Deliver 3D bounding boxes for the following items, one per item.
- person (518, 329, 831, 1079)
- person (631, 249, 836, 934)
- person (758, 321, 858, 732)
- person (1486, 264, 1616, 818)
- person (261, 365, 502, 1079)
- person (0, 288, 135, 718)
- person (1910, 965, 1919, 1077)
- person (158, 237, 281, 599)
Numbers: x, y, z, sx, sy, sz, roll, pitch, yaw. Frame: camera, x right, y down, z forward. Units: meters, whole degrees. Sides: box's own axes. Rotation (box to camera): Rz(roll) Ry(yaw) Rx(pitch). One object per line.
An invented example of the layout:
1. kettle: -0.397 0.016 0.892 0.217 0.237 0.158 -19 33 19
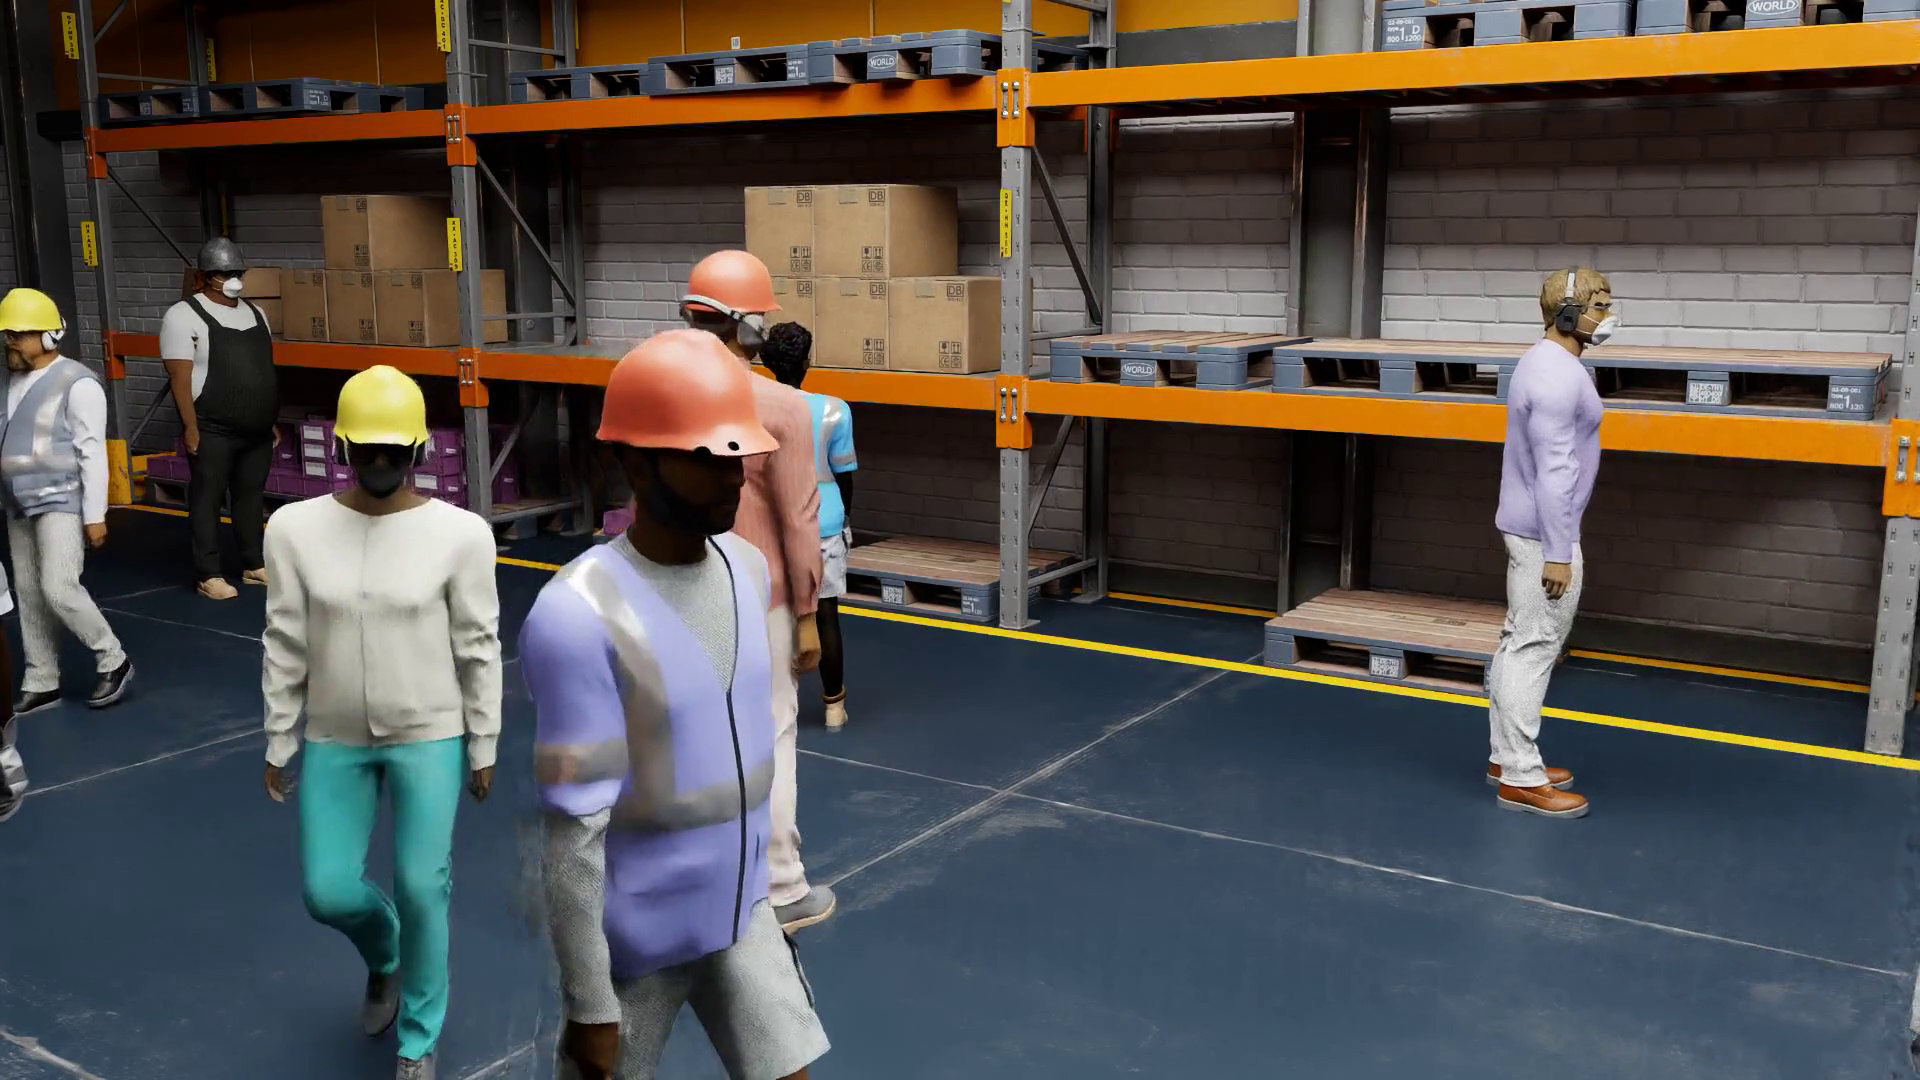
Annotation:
1. person: -0.528 0.591 2.790 0.983 1.896 0.554 7 12 33
2. person: -0.661 0.163 4.860 0.619 1.994 0.395 5 11 25
3. person: -0.679 -0.037 6.788 0.530 1.696 0.322 -2 10 -10
4. person: 2.095 -0.003 5.928 0.366 1.938 0.630 3 11 14
5. person: -1.338 0.455 3.907 0.541 1.744 0.449 -1 10 -7
6. person: -3.910 -0.152 7.072 0.617 1.824 0.464 5 11 26
7. person: 1.400 0.708 2.291 0.795 1.845 0.527 2 10 10
8. person: -4.145 -0.701 9.512 0.537 2.000 0.675 5 11 26
